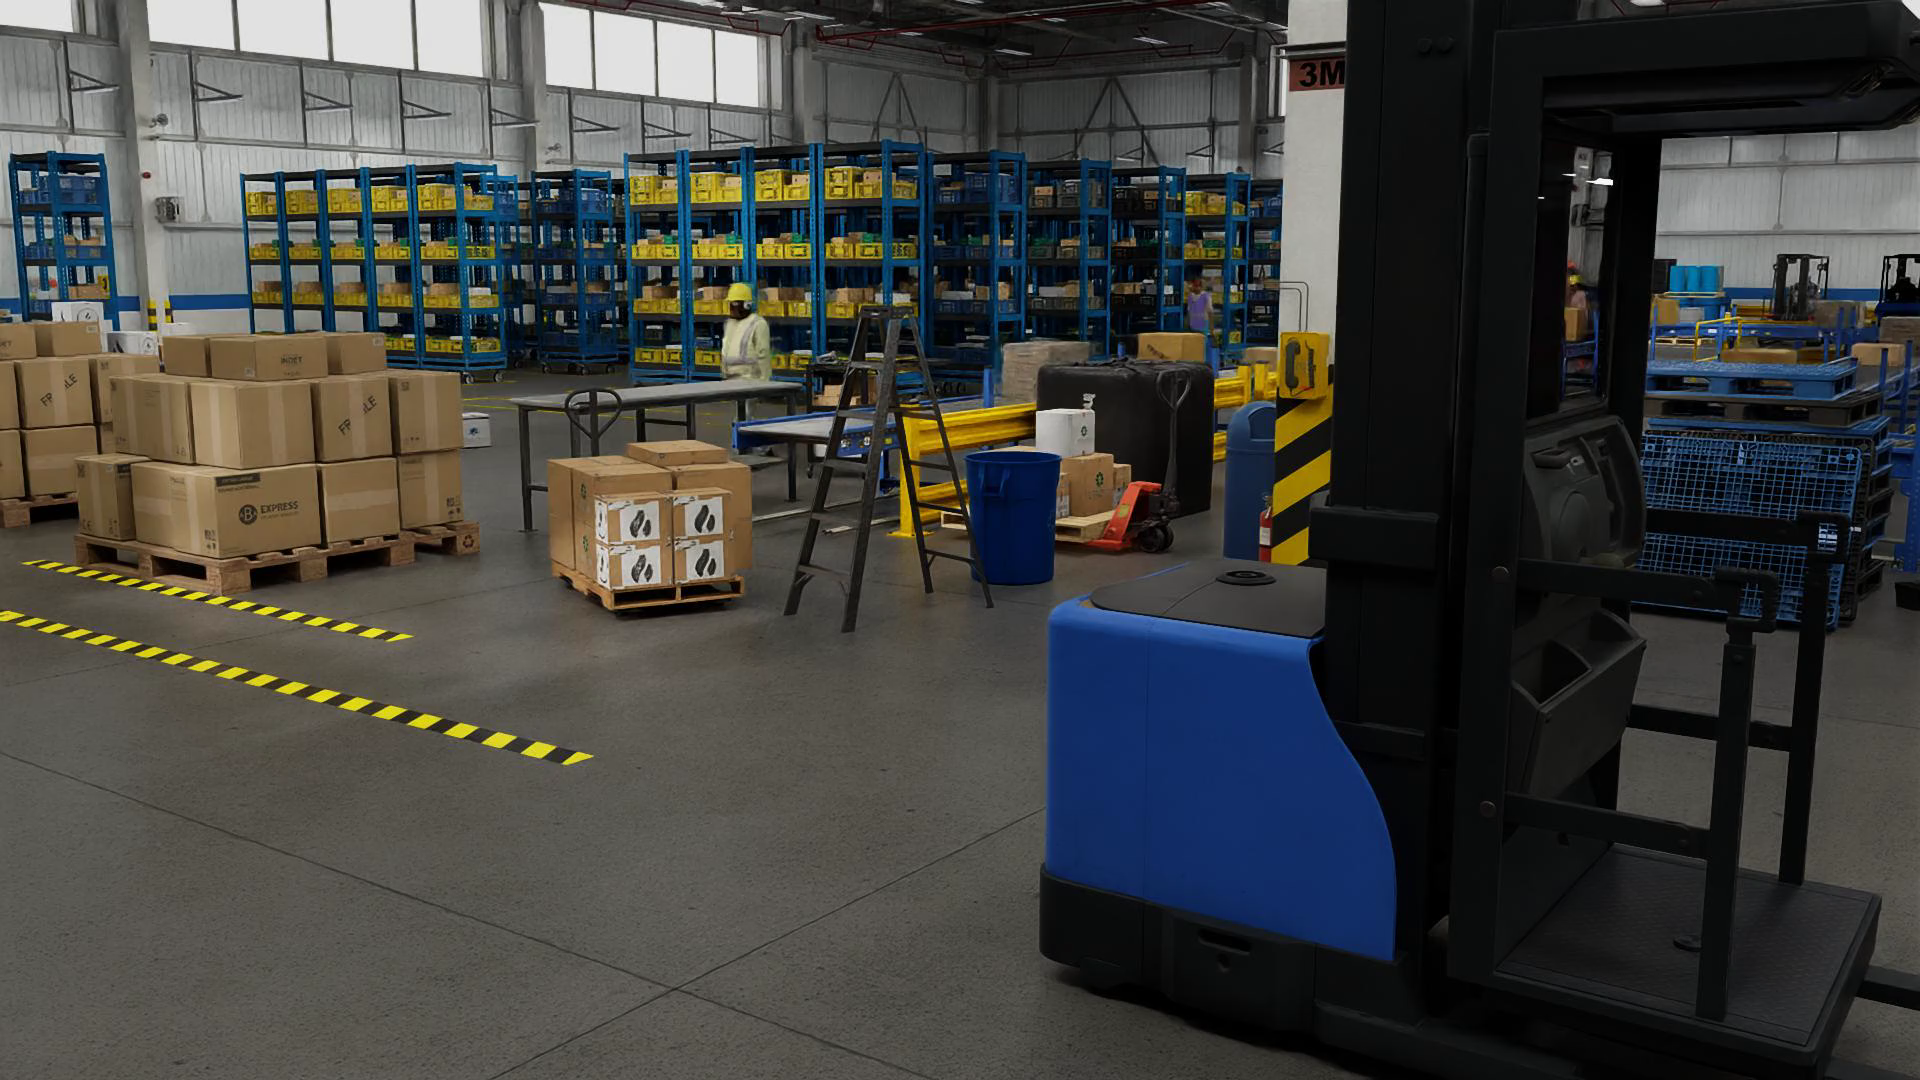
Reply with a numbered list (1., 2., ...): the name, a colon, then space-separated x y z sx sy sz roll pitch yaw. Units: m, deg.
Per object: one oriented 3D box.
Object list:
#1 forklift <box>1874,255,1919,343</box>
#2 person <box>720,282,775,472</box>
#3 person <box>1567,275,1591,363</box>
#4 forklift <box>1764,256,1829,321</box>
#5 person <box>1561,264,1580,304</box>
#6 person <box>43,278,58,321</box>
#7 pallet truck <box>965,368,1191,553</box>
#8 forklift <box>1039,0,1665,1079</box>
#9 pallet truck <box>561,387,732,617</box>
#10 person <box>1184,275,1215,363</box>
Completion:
1. forklift: 22.089 -5.634 38.796 1.157 1.987 2.680 6 11 33
2. person: -2.062 -1.525 15.775 0.416 1.820 0.589 -8 13 -41
3. person: 12.246 -4.385 33.037 0.416 1.737 0.555 -1 10 -7
4. forklift: 20.253 -5.854 40.139 1.157 1.987 2.680 7 12 35
5. person: 14.191 -5.438 38.693 1.023 1.942 0.653 -6 11 -33
6. person: -16.337 -3.841 29.893 0.573 1.716 0.875 7 12 34
7. pallet truck: 0.845 -0.609 11.869 1.630 1.274 0.653 7 12 35
8. forklift: 1.249 -0.137 4.360 1.873 2.768 1.129 7 12 35
9. pallet truck: -1.981 -0.274 10.088 0.680 1.201 1.601 -5 11 -28
10. person: 3.948 -3.411 27.103 0.784 1.792 0.579 -5 11 -26
